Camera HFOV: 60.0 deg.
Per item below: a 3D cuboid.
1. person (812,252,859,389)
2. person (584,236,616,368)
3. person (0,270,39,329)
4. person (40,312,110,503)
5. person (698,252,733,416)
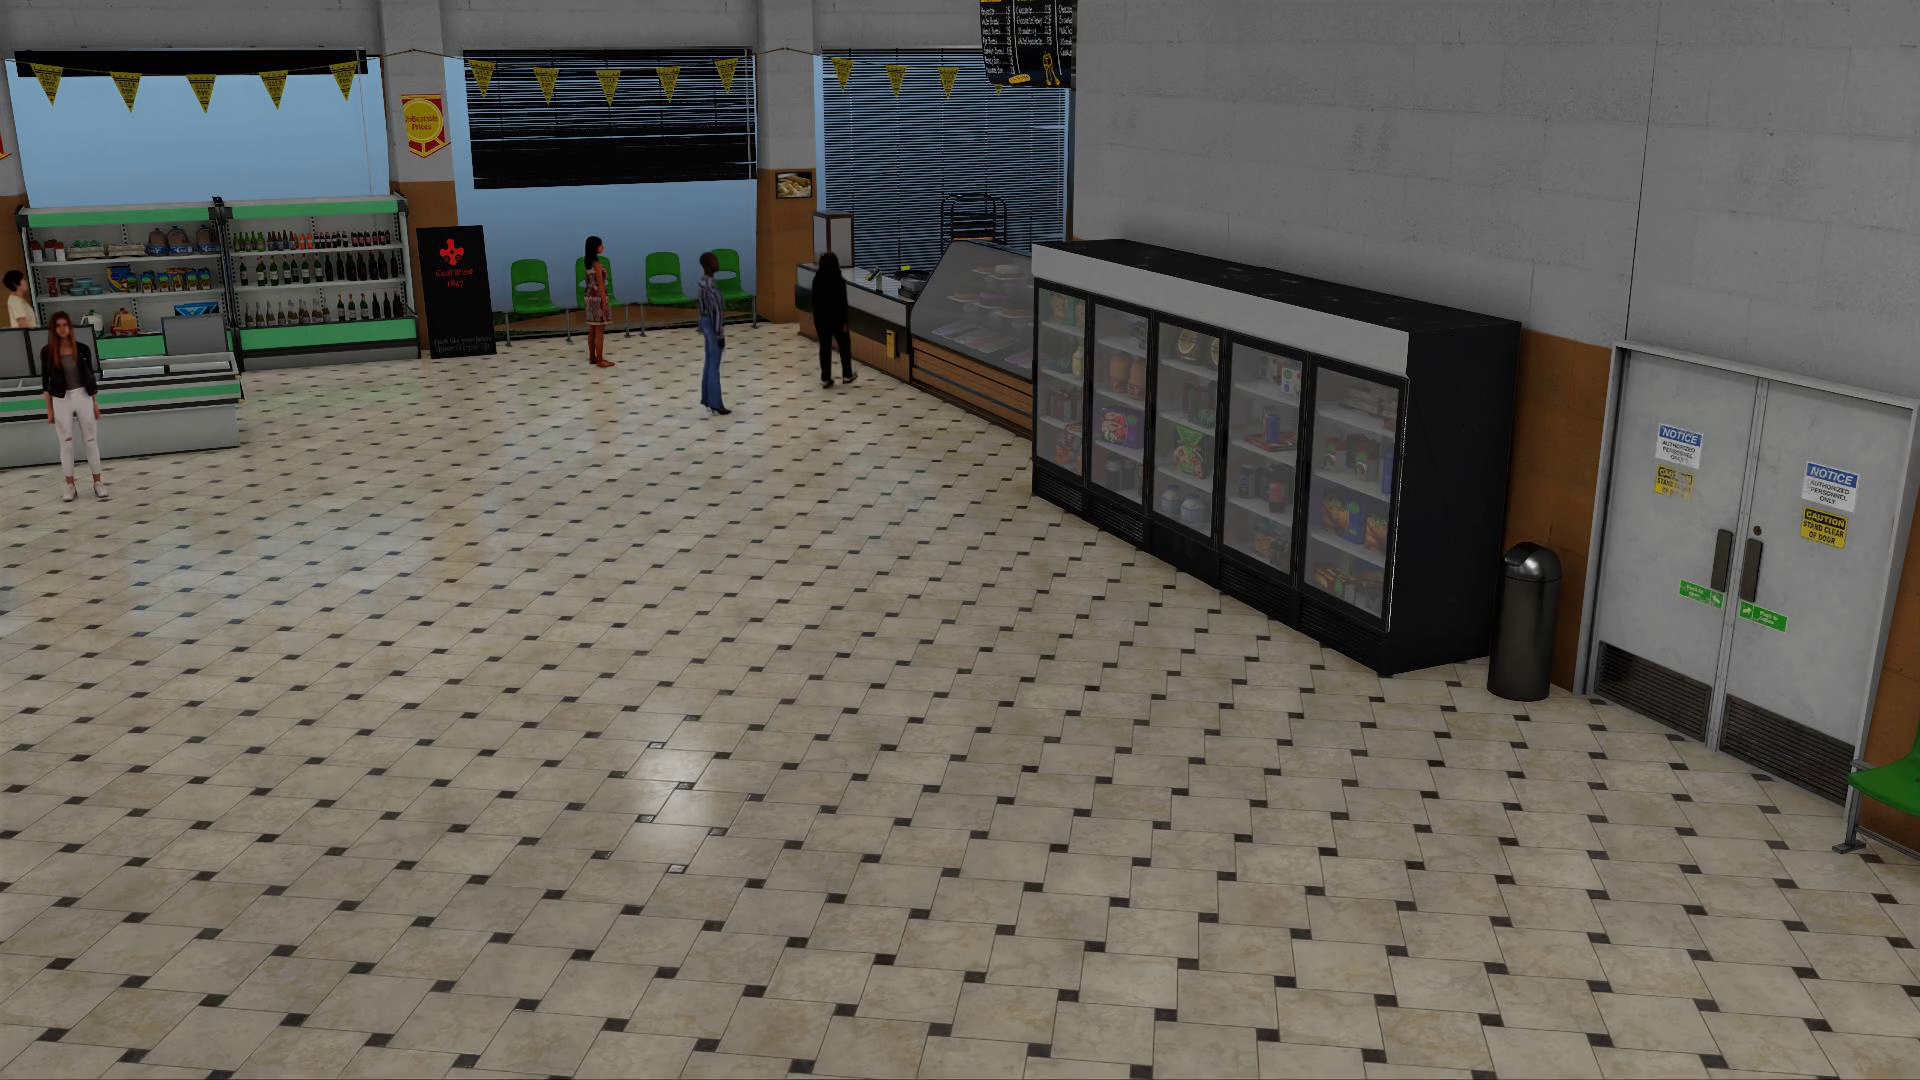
[{"bbox_3d":[-1.577,-2.603,19.842,0.912,1.598,0.977,8,18,23],"label":"person"},{"bbox_3d":[-4.649,-3.056,21.252,0.572,1.644,0.679,-11,20,-32],"label":"person"},{"bbox_3d":[-10.451,-2.222,18.603,0.508,1.587,0.613,-10,20,-30],"label":"person"},{"bbox_3d":[-8.066,-1.225,15.121,0.480,1.704,0.667,-10,19,-29],"label":"person"},{"bbox_3d":[-2.761,-2.305,18.519,0.525,1.796,0.625,-7,18,-21],"label":"person"}]
